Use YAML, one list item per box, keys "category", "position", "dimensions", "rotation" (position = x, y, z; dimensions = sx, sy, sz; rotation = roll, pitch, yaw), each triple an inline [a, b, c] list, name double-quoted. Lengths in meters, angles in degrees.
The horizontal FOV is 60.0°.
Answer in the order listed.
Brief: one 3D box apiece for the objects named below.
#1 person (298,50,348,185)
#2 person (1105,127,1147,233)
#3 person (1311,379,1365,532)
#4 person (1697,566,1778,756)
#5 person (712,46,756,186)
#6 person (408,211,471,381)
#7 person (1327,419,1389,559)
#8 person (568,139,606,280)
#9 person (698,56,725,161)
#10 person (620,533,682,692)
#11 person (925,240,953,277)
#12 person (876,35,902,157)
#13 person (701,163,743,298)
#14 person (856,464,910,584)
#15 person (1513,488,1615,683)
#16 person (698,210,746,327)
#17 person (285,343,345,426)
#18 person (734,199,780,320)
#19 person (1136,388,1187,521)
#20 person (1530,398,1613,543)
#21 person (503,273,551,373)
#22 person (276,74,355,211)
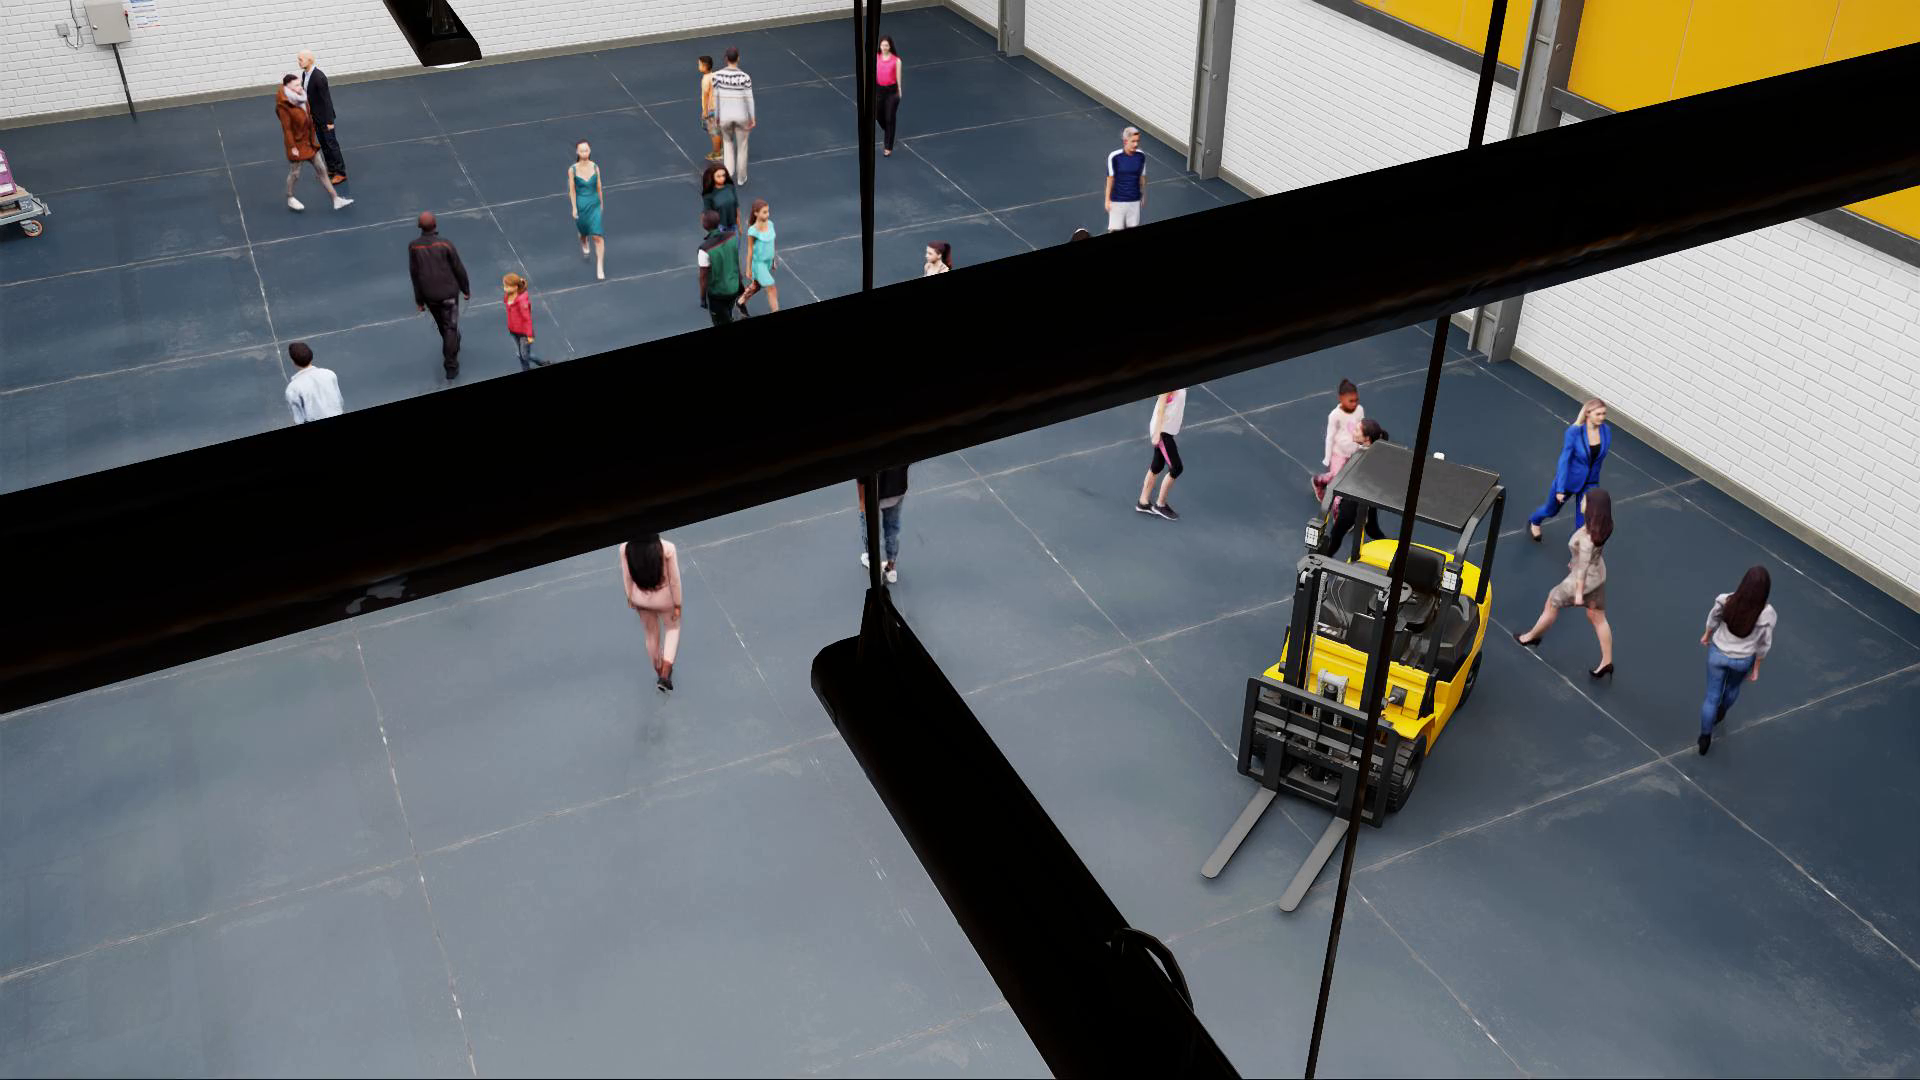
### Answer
- category: "person"
  position: [-8.610, -5.722, 22.424]
  dimensions: [0.647, 1.798, 0.817]
  rotation: [27, 42, 35]
- category: "person"
  position: [1.946, -4.111, 19.974]
  dimensions: [0.686, 1.828, 0.680]
  rotation: [-11, 35, -16]
- category: "person"
  position: [3.519, -0.853, 15.432]
  dimensions: [0.600, 1.430, 0.951]
  rotation: [-18, 38, -25]
- category: "person"
  position: [5.817, 0.945, 12.564]
  dimensions: [0.915, 1.612, 0.961]
  rotation: [13, 36, 19]
- category: "person"
  position: [-3.040, -5.629, 22.247]
  dimensions: [0.810, 1.839, 0.810]
  rotation: [2, 34, 2]
- category: "person"
  position: [-5.536, -2.576, 17.707]
  dimensions: [1.023, 1.781, 1.314]
  rotation: [-2, 34, -3]
- category: "person"
  position: [3.560, -0.286, 14.417]
  dimensions: [1.109, 1.610, 1.082]
  rotation: [9, 35, 14]
- category: "person"
  position: [-4.481, -3.993, 19.949]
  dimensions: [0.635, 1.659, 1.030]
  rotation: [-9, 35, -13]
- category: "person"
  position: [-3.411, -6.025, 23.194]
  dimensions: [0.688, 1.452, 0.626]
  rotation: [-1, 34, -1]
- category: "person"
  position: [-2.426, 0.528, 13.103]
  dimensions: [0.796, 1.709, 0.885]
  rotation: [1, 34, 2]
- category: "person"
  position: [-0.223, -2.420, 17.627]
  dimensions: [0.668, 1.610, 0.546]
  rotation: [-23, 40, -30]
- category: "person"
  position: [-1.026, -6.282, 23.412]
  dimensions: [0.910, 1.639, 1.042]
  rotation: [6, 34, 8]
- category: "person"
  position: [-2.799, -3.685, 19.538]
  dimensions: [0.716, 1.602, 0.957]
  rotation: [-24, 41, -32]
- category: "person"
  position: [-0.643, -0.406, 14.430]
  dimensions: [0.743, 1.795, 0.751]
  rotation: [-9, 35, -13]
- category: "person"
  position: [5.079, 0.394, 13.317]
  dimensions: [0.829, 1.695, 1.179]
  rotation: [-26, 42, -34]
- category: "person"
  position: [-2.480, -2.636, 17.757]
  dimensions: [0.874, 1.825, 0.840]
  rotation: [24, 41, 32]
- category: "person"
  position: [-5.795, -0.956, 15.264]
  dimensions: [1.163, 1.788, 0.918]
  rotation: [28, 43, 35]
- category: "person"
  position: [-2.296, -3.122, 18.765]
  dimensions: [1.145, 1.520, 0.947]
  rotation: [19, 38, 26]
- category: "person"
  position: [1.800, -1.025, 15.390]
  dimensions: [0.844, 1.763, 0.783]
  rotation: [13, 36, 18]
- category: "person"
  position: [5.389, -0.524, 14.726]
  dimensions: [0.843, 1.664, 1.201]
  rotation: [-4, 34, -7]
- category: "person"
  position: [-4.595, -2.225, 17.606]
  dimensions: [0.687, 1.309, 0.719]
  rotation: [24, 40, 31]
- category: "person"
  position: [-8.594, -5.089, 21.493]
  dimensions: [1.235, 1.776, 1.210]
  rotation: [10, 35, 15]
